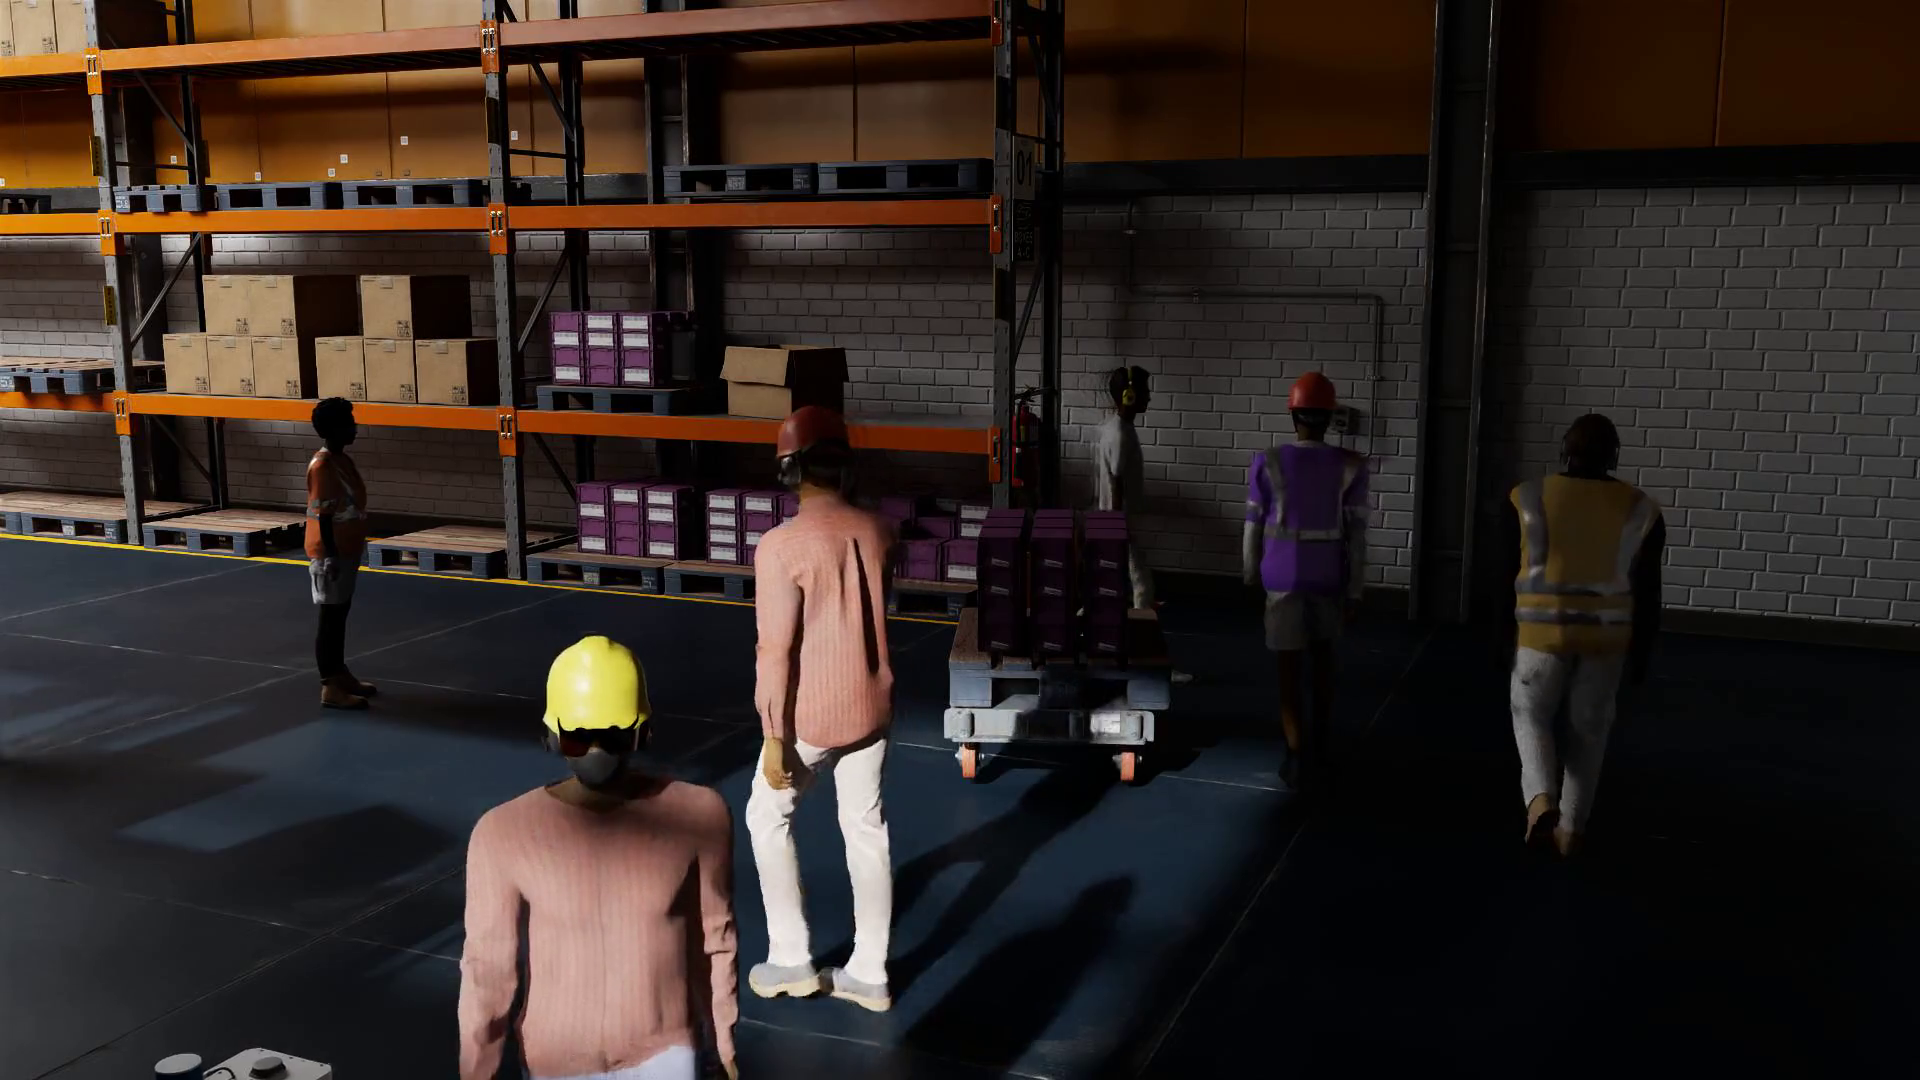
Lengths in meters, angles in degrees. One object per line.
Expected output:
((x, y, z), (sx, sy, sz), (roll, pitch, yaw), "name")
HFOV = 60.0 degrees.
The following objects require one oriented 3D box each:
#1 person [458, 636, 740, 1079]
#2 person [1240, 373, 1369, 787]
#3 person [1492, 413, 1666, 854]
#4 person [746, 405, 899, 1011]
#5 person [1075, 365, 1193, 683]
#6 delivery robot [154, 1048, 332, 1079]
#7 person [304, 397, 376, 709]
((-0.709, 1.022, 3.324), (0.549, 1.715, 0.924), (-2, 10, -13), "person")
((1.613, 0.166, 7.902), (0.550, 1.907, 0.816), (0, 9, 1), "person")
((2.469, 0.408, 6.668), (0.646, 1.827, 0.583), (2, 10, 14), "person")
((-0.468, 0.548, 5.411), (0.613, 1.961, 0.627), (-9, 13, -43), "person")
((0.928, -0.089, 9.598), (0.811, 1.846, 0.544), (1, 9, 3), "person")
((-1.822, 1.455, 3.918), (0.477, 0.478, 0.707), (4, 10, 23), "delivery robot")
((-3.410, 0.063, 9.119), (0.322, 1.696, 0.536), (-1, 10, -8), "person")
